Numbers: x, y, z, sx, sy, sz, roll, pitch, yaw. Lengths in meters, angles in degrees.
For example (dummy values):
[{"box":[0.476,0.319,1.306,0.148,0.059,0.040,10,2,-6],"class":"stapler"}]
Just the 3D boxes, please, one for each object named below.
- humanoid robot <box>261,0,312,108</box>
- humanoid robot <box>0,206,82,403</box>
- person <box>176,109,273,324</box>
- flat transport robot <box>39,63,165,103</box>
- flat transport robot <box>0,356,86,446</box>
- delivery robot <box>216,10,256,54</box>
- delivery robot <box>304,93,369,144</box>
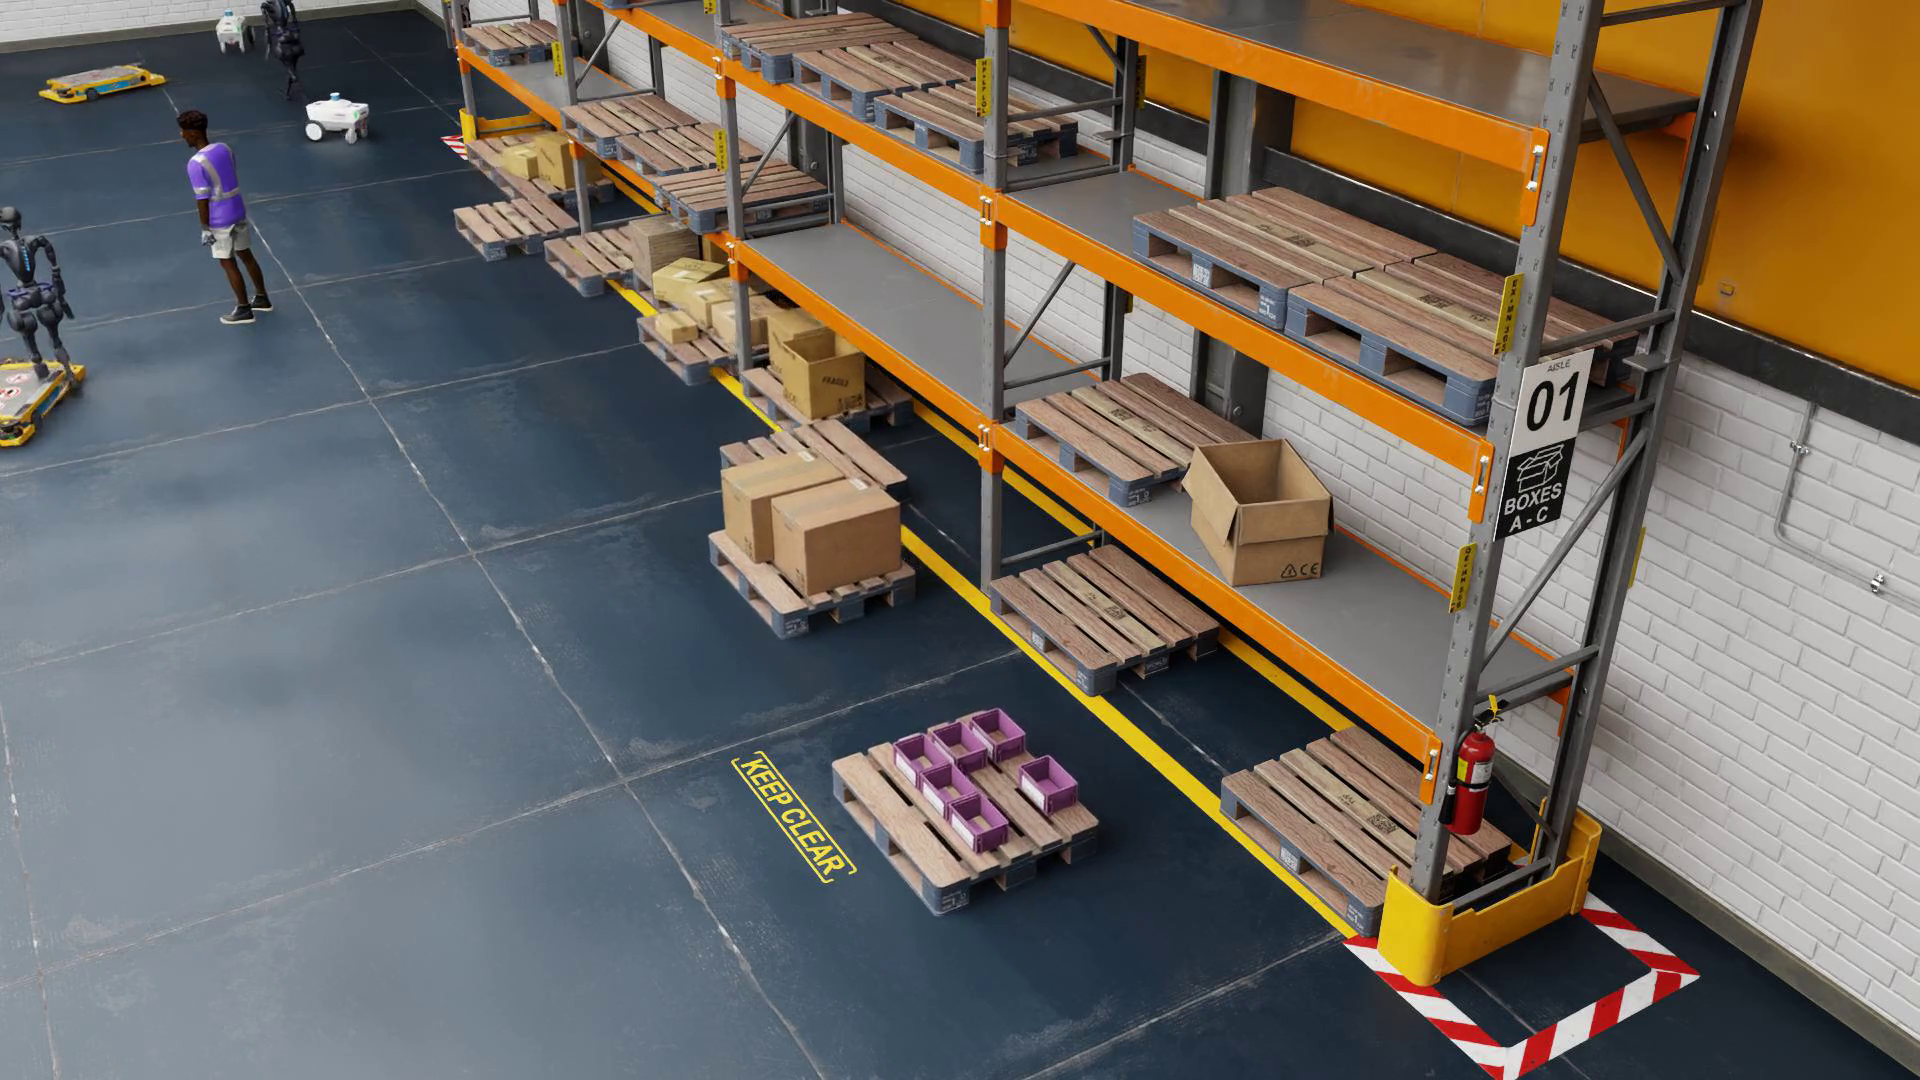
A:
[{"box":[-8.828,-6.473,21.672,0.784,1.622,0.599,14,33,24],"class":"humanoid robot"},{"box":[-7.582,-1.908,13.569,0.317,1.654,0.607,22,36,34],"class":"humanoid robot"},{"box":[-6.719,-2.937,15.119,0.396,1.953,0.614,5,30,9],"class":"person"},{"box":[-11.649,-6.199,22.576,0.659,0.231,1.431,20,35,32],"class":"flat transport robot"},{"box":[-7.783,-1.139,13.642,0.659,0.231,1.431,-3,30,-5],"class":"flat transport robot"},{"box":[-10.801,-7.563,24.711,0.499,0.612,0.796,-7,30,-12],"class":"delivery robot"},{"box":[-7.706,-5.211,20.561,0.785,0.614,0.502,6,30,11],"class":"delivery robot"}]
